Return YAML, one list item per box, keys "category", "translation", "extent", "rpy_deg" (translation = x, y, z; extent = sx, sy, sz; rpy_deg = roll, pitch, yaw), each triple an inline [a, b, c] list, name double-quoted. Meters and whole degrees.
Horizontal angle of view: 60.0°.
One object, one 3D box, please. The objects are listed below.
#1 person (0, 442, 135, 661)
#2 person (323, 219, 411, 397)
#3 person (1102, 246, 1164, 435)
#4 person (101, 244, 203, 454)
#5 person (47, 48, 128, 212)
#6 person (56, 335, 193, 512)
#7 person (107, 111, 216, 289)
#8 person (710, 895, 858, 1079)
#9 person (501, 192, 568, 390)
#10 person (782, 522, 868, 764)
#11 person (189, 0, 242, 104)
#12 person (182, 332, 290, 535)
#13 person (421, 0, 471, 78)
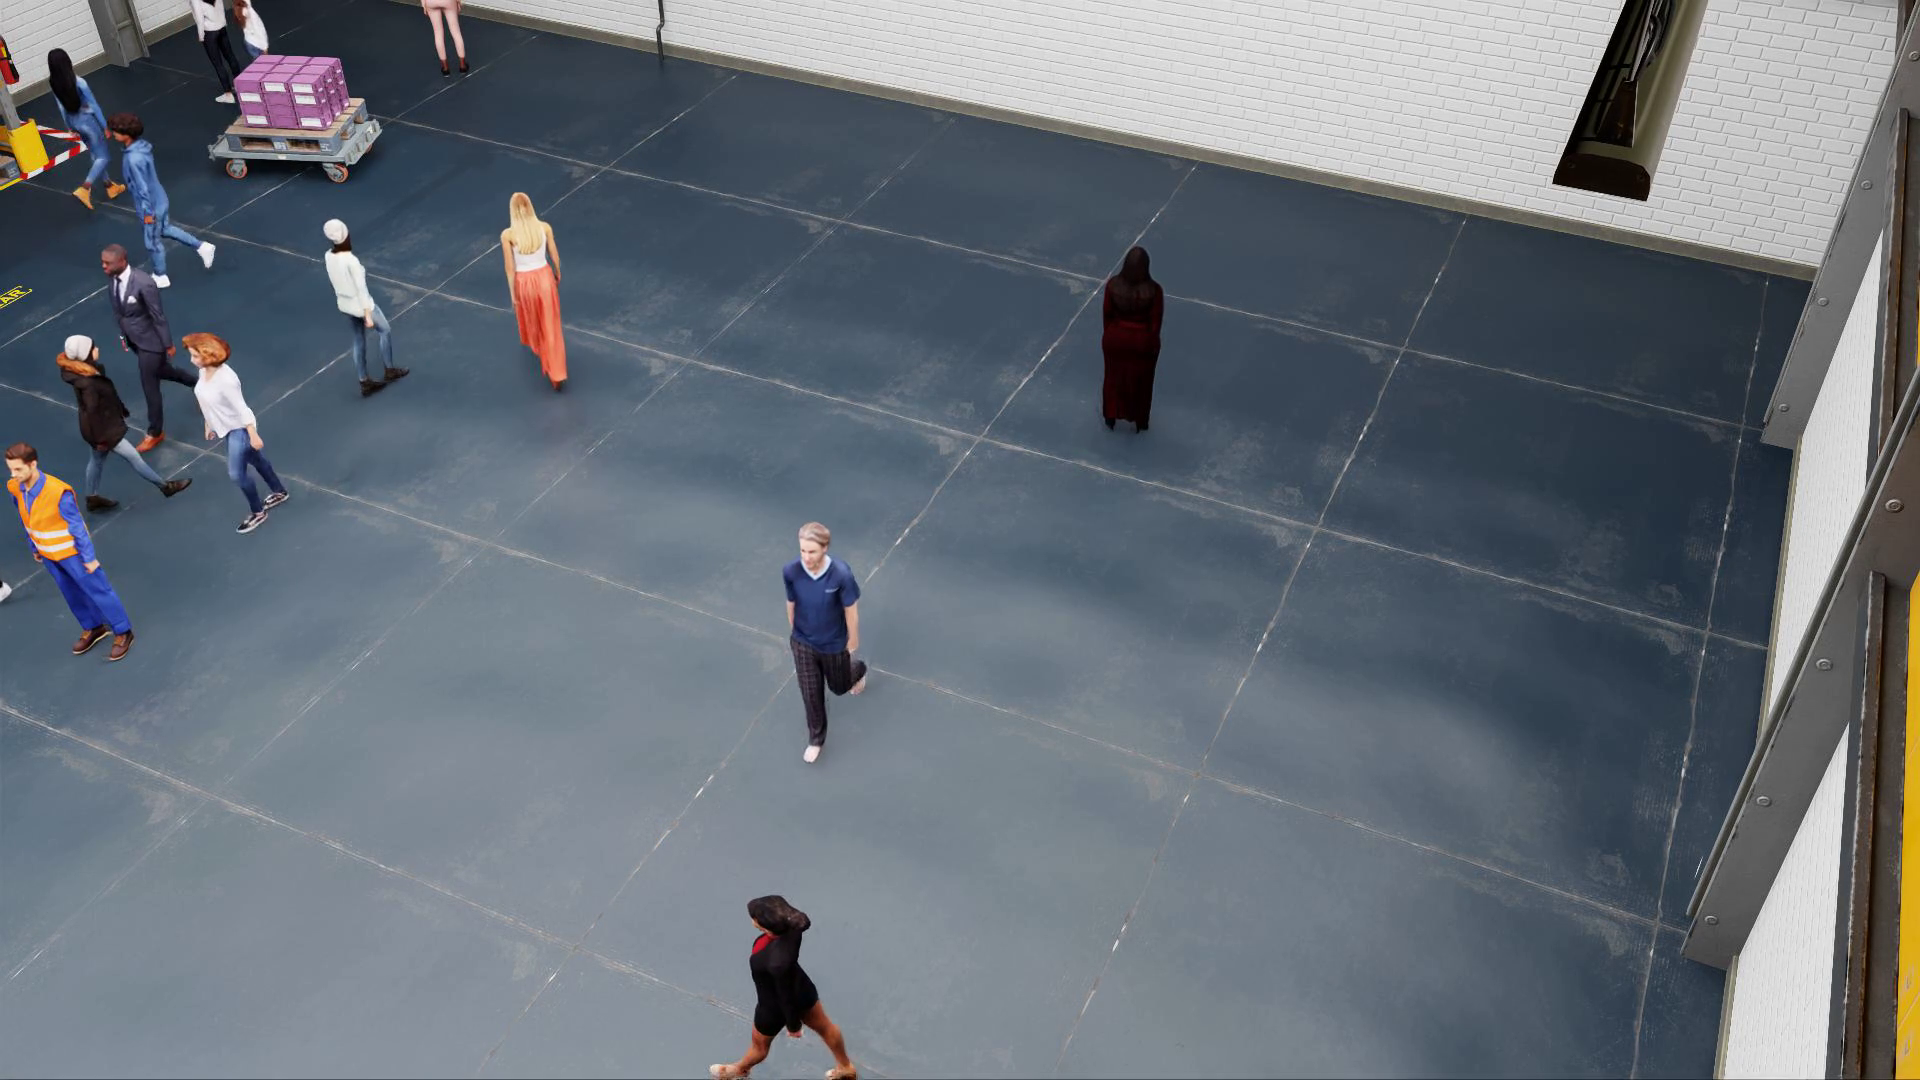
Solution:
- category: "person"
  translation: [-6.342, 0.061, 11.791]
  extent: [0.724, 1.861, 0.669]
  rpy_deg: [9, 39, 11]
- category: "person"
  translation: [-5.346, -2.002, 14.561]
  extent: [0.636, 1.629, 0.745]
  rpy_deg: [22, 43, 25]
- category: "person"
  translation: [1.444, -1.674, 14.047]
  extent: [0.692, 1.757, 0.643]
  rpy_deg: [10, 40, 13]
- category: "person"
  translation: [-6.805, -1.712, 14.062]
  extent: [0.813, 1.798, 1.217]
  rpy_deg: [23, 44, 26]
- category: "person"
  translation: [-9.151, -4.247, 17.323]
  extent: [0.690, 1.690, 1.034]
  rpy_deg: [11, 40, 13]
- category: "person"
  translation: [-6.878, -0.880, 13.188]
  extent: [1.149, 1.590, 0.994]
  rpy_deg: [-20, 43, -24]
- category: "person"
  translation: [-7.740, -3.281, 16.033]
  extent: [1.112, 1.790, 1.061]
  rpy_deg: [-12, 40, -15]
- category: "person"
  translation: [-0.844, 2.496, 8.957]
  extent: [0.810, 1.593, 1.043]
  rpy_deg: [7, 39, 9]
- category: "person"
  translation: [-3.713, -2.152, 14.647]
  extent: [1.176, 1.755, 1.222]
  rpy_deg: [-14, 41, -17]
- category: "person"
  translation: [-0.899, 0.603, 11.126]
  extent: [0.813, 1.845, 1.089]
  rpy_deg: [8, 39, 10]
- category: "person"
  translation: [-8.748, -5.987, 19.493]
  extent: [0.698, 1.701, 0.525]
  rpy_deg: [12, 40, 14]
- category: "person"
  translation: [-5.656, -0.949, 13.192]
  extent: [0.877, 1.691, 0.799]
  rpy_deg: [-29, 47, -32]
- category: "person"
  translation: [-6.270, -6.476, 20.089]
  extent: [0.694, 1.720, 0.729]
  rpy_deg: [-8, 39, -10]
